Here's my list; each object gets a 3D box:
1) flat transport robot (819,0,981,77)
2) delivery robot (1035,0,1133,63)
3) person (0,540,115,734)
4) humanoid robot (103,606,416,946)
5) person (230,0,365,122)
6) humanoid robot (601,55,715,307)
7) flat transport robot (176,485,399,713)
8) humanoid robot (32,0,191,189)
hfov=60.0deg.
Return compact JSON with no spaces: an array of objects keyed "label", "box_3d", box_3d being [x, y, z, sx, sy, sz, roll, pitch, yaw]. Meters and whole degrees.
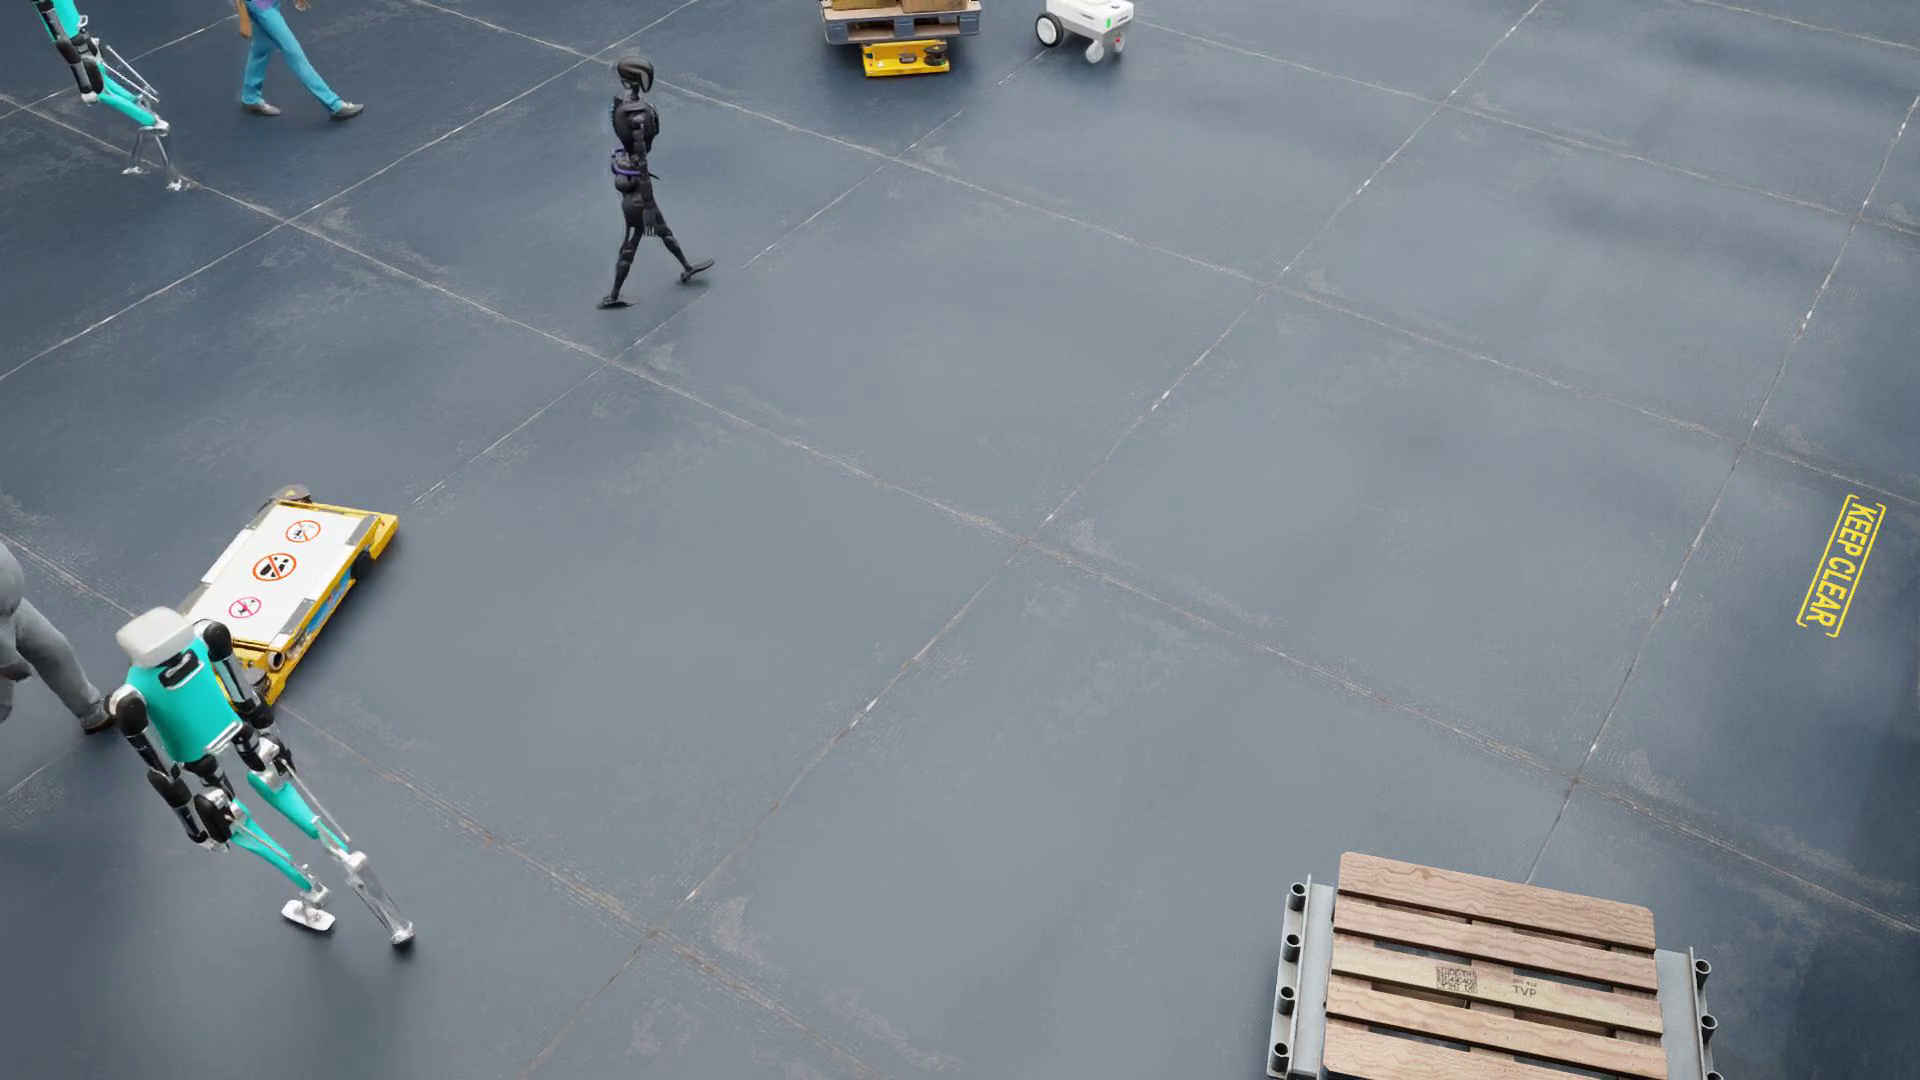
[{"label":"flat transport robot","box_3d":[-0.507,-4.147,13.420,0.659,0.231,1.431,-6,42,-6]},{"label":"delivery robot","box_3d":[1.006,-4.180,13.230,0.746,0.578,0.517,33,51,31]},{"label":"person","box_3d":[-4.304,0.359,7.187,0.938,1.863,0.651,-20,46,-21]},{"label":"humanoid robot","box_3d":[-2.640,1.082,6.516,0.929,1.824,0.530,18,45,19]},{"label":"person","box_3d":[-4.951,-3.861,11.961,1.009,1.775,0.580,2,42,2]},{"label":"humanoid robot","box_3d":[-1.950,-2.196,10.211,0.776,1.617,0.609,-10,43,-11]},{"label":"flat transport robot","box_3d":[-3.498,0.275,8.472,0.659,0.231,1.431,8,42,9]},{"label":"humanoid robot","box_3d":[-5.690,-3.203,11.298,0.800,1.804,0.531,-13,43,-14]}]
